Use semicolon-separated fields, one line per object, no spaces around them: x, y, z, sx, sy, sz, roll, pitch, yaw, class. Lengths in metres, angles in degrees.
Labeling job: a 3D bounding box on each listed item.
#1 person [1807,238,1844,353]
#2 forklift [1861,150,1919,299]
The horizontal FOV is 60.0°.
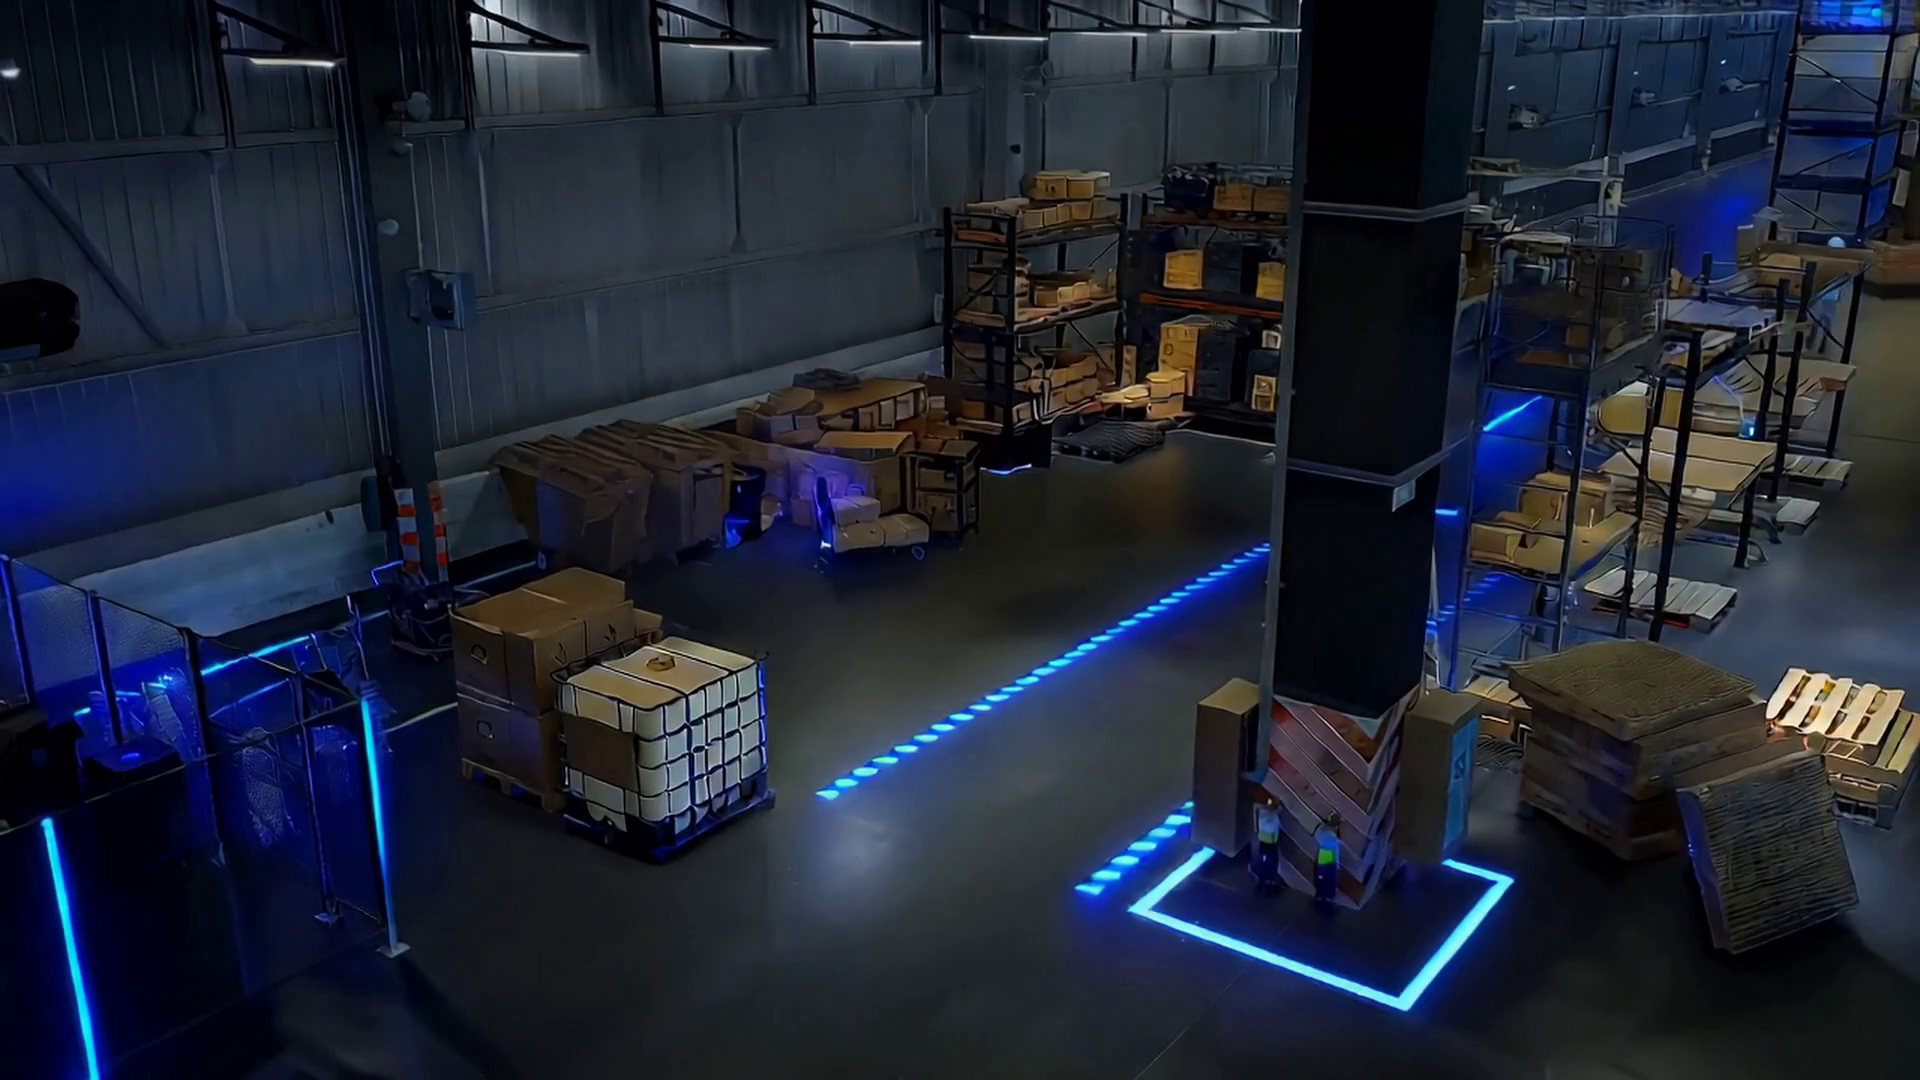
14.430;-4.077;27.715;0.539;1.883;1.050;7;19;21;person
18.915;-6.208;32.621;1.873;2.768;1.129;-1;18;-3;forklift
